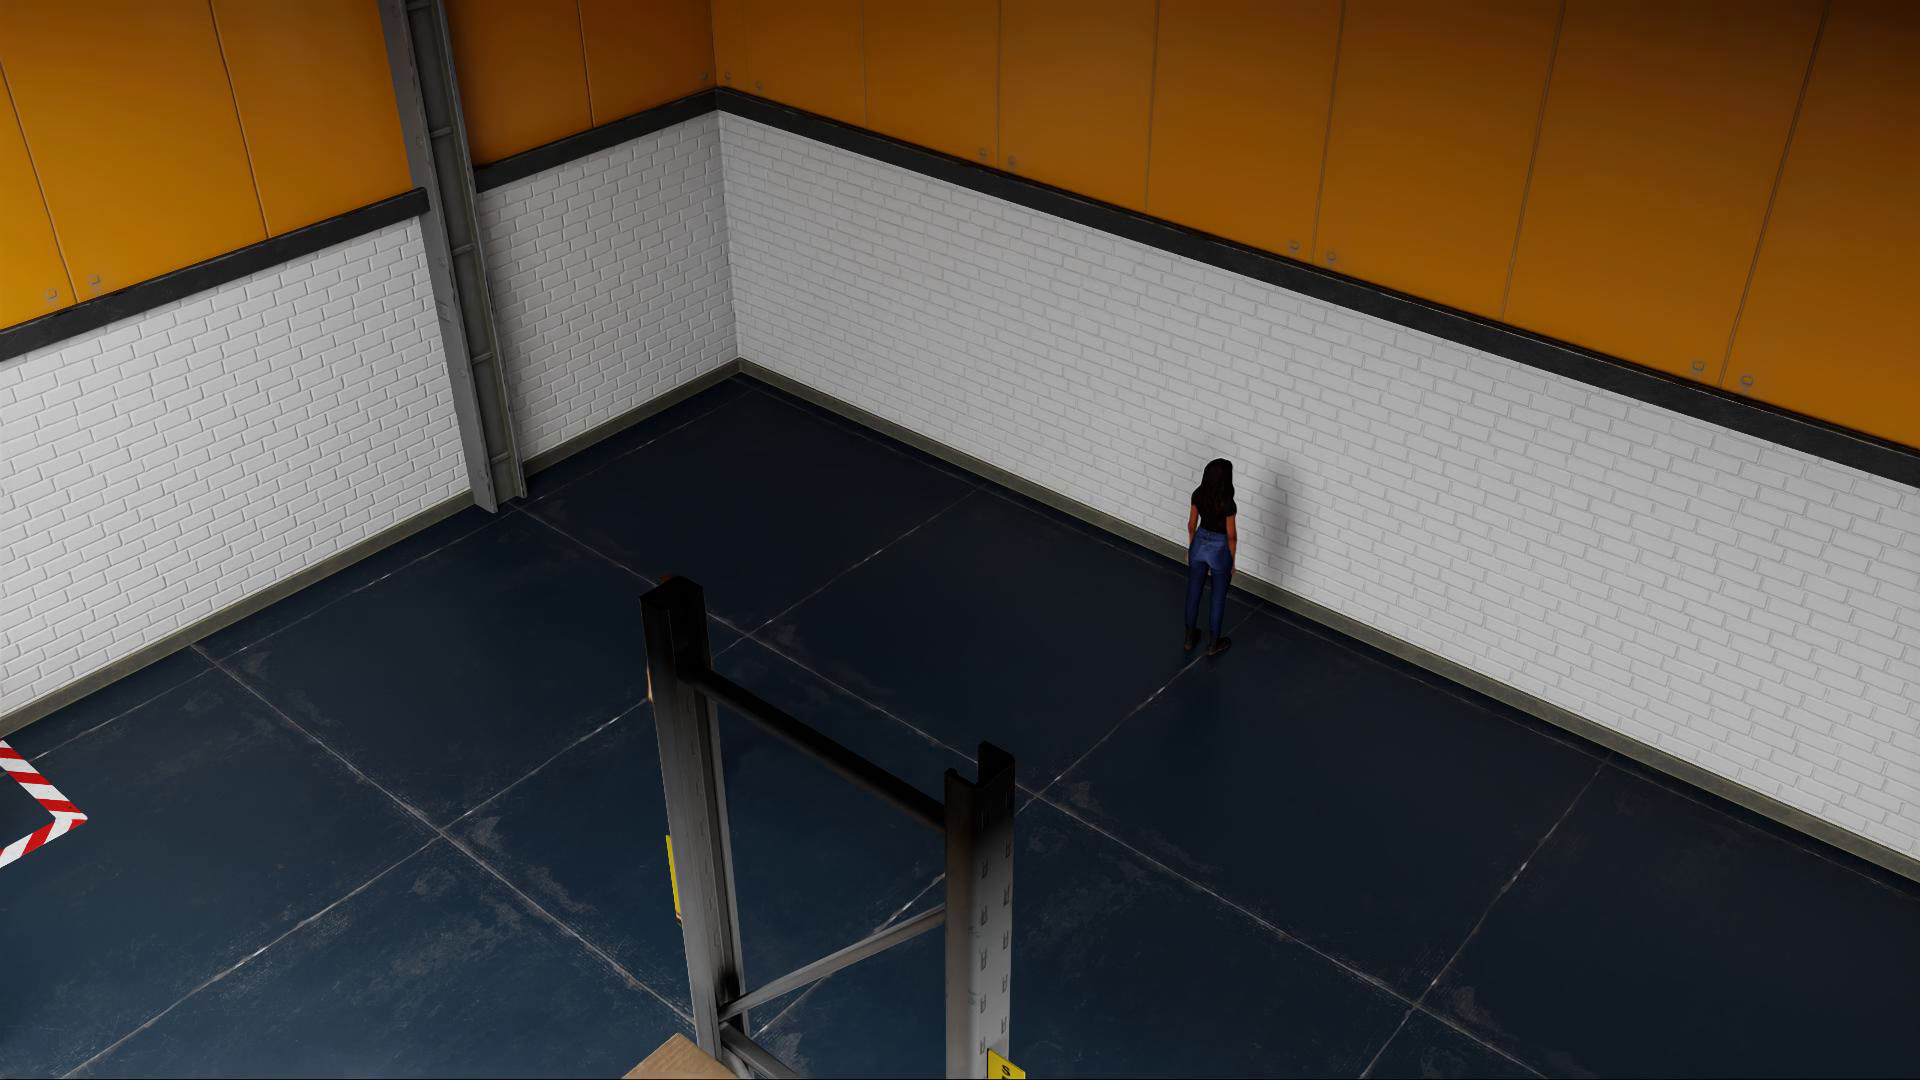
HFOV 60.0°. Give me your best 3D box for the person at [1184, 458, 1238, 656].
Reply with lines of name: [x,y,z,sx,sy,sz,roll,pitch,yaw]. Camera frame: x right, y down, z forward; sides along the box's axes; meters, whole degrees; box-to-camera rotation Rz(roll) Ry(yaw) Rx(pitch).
person: [1.962,0.132,13.023,0.587,1.739,0.559,20,38,27]
